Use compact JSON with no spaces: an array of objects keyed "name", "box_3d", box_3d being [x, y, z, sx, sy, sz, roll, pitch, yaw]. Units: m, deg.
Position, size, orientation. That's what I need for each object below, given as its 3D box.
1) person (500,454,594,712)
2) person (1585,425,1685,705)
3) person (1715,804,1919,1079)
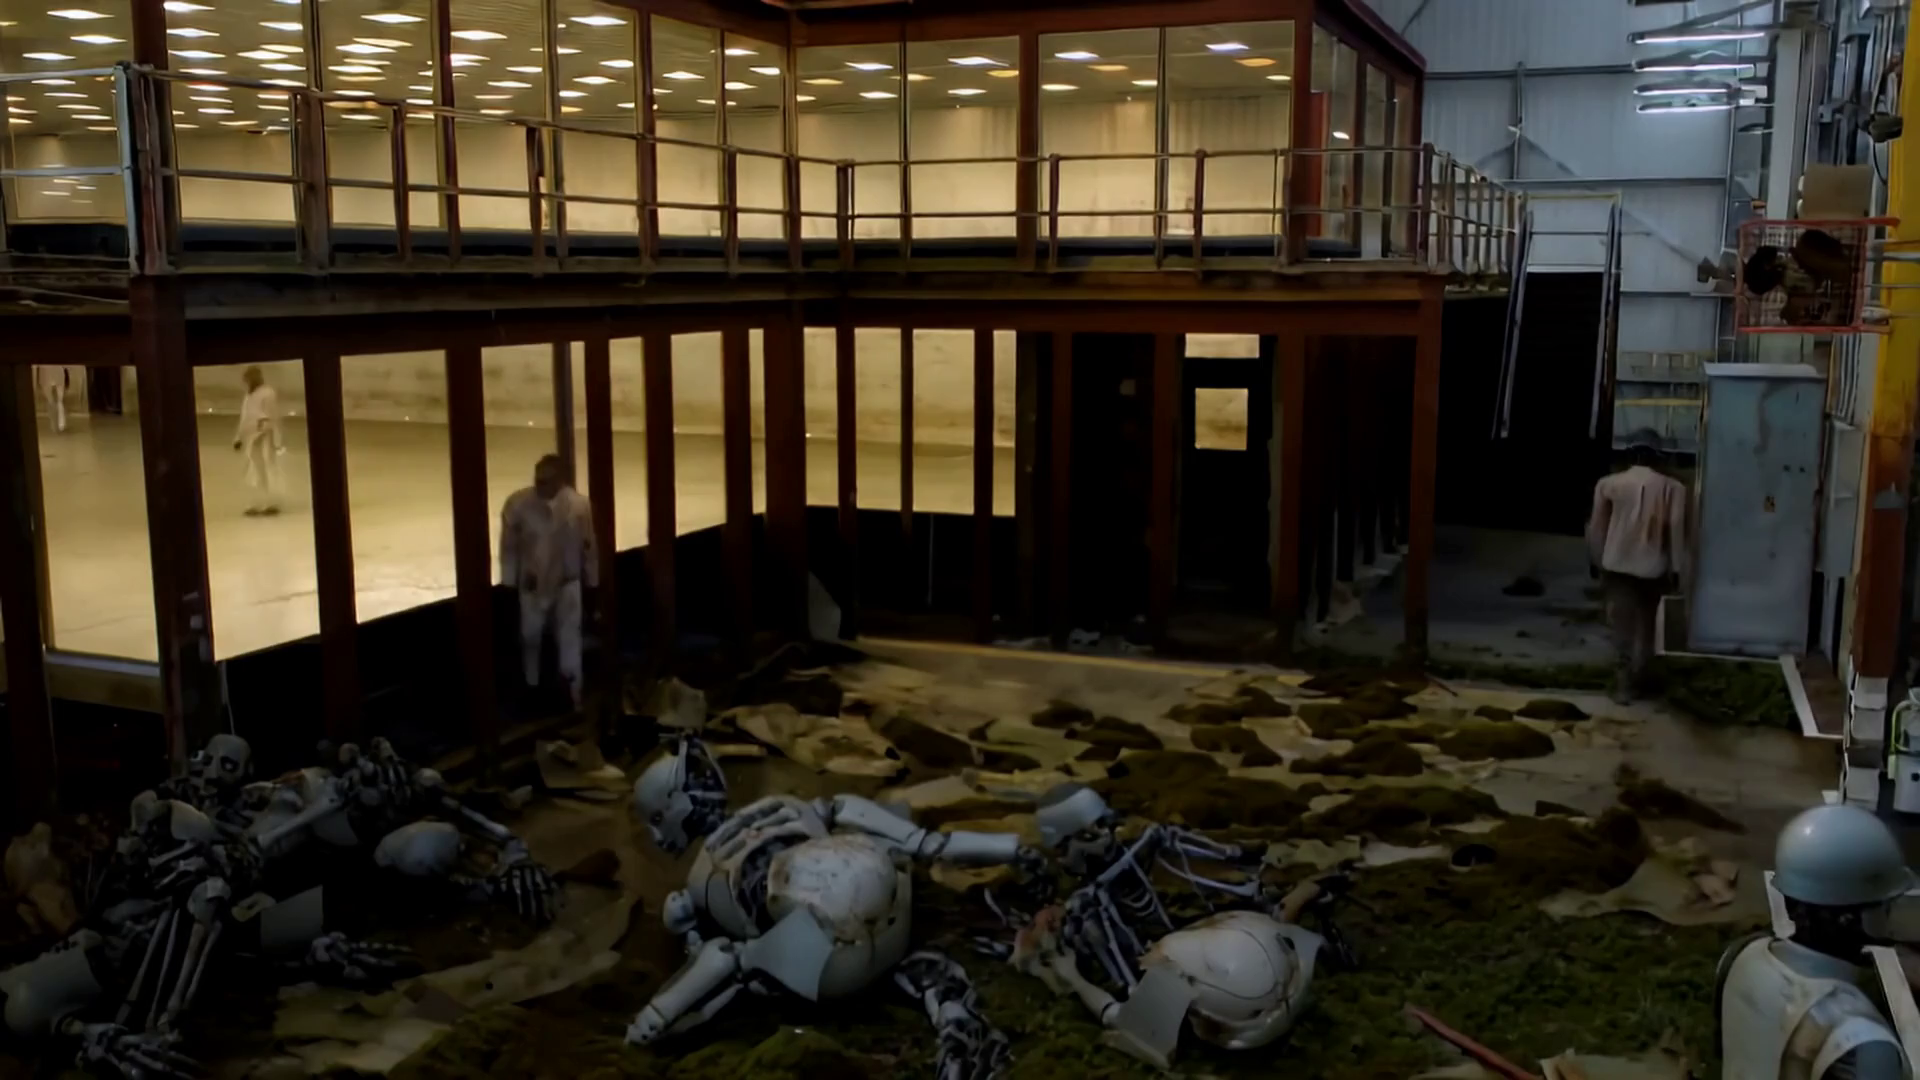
[{"name":"person","box_3d":[-2.867,0.296,11.598,0.633,1.786,0.979,-2,10,-15]},{"name":"person","box_3d":[4.810,0.155,11.907,0.638,1.962,0.803,3,10,16]},{"name":"person","box_3d":[1.816,1.516,3.577,0.380,1.951,0.605,0,9,-1]}]
